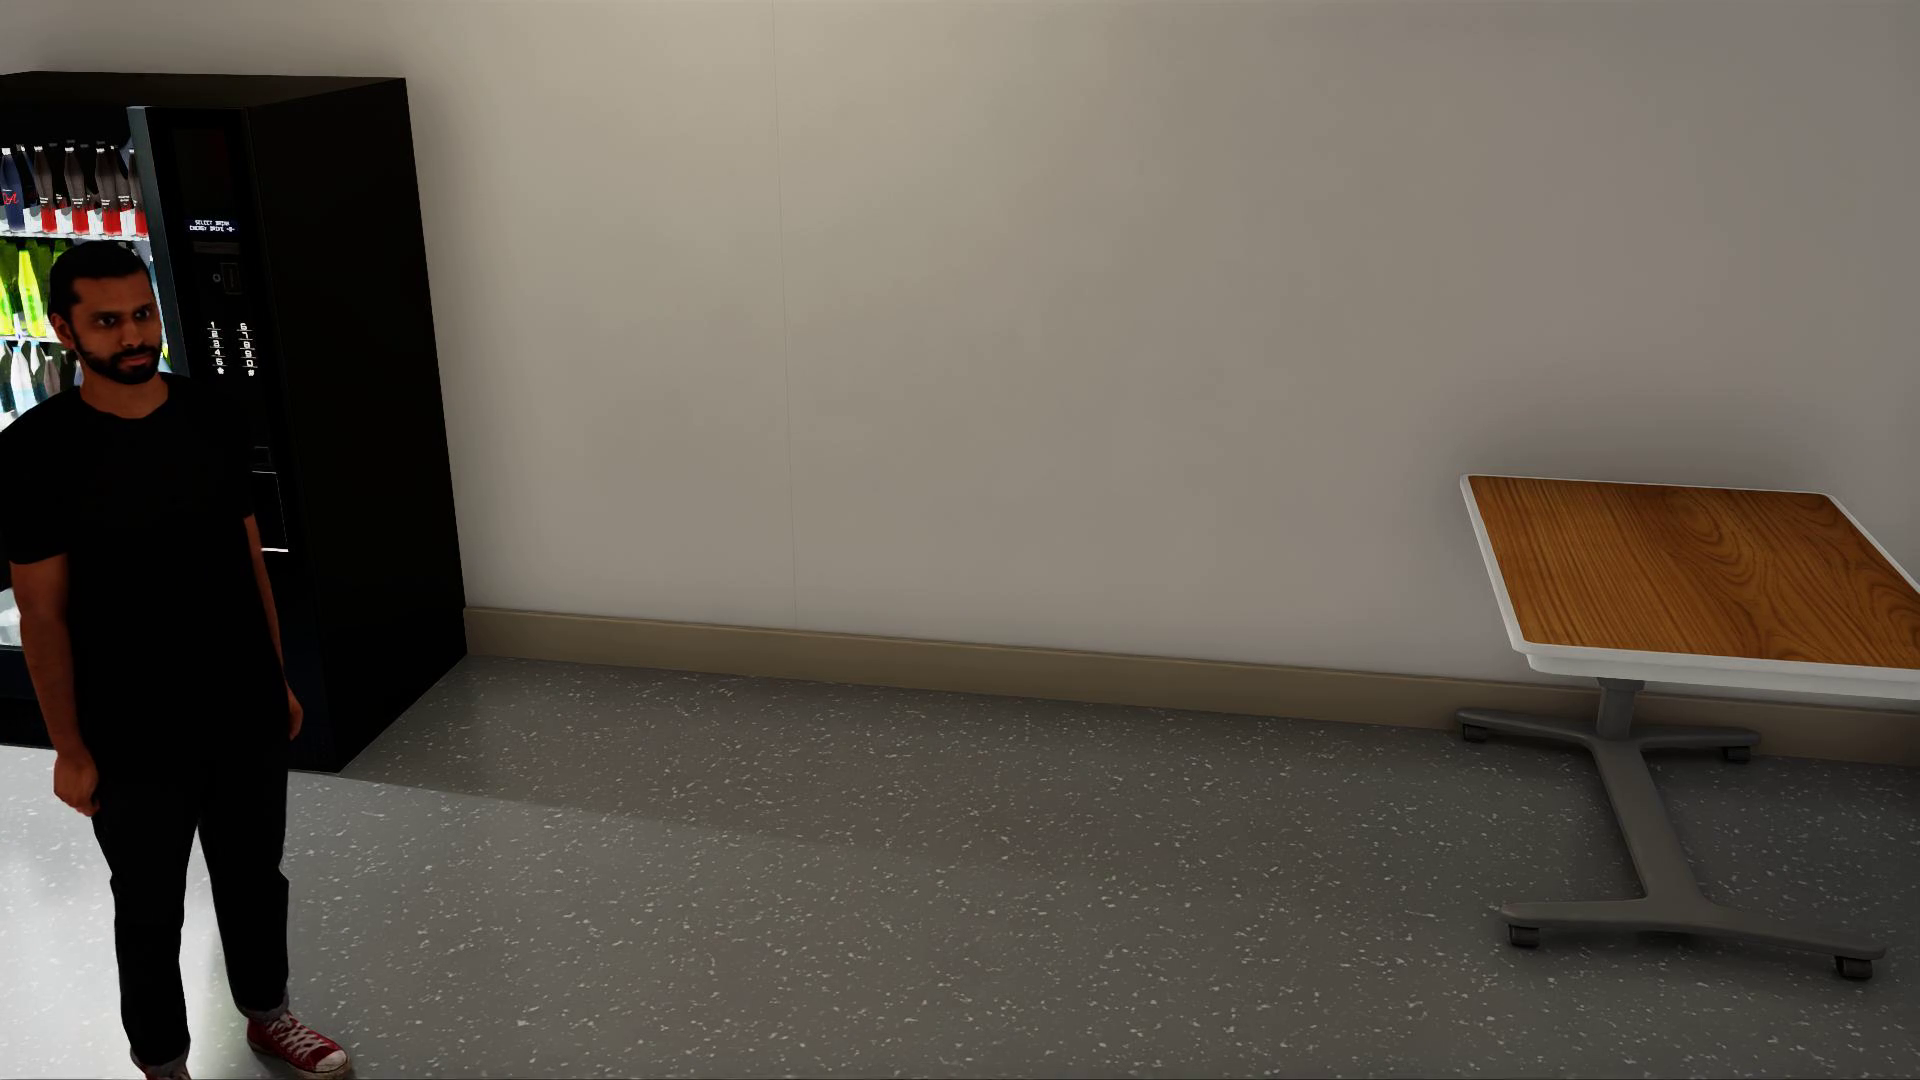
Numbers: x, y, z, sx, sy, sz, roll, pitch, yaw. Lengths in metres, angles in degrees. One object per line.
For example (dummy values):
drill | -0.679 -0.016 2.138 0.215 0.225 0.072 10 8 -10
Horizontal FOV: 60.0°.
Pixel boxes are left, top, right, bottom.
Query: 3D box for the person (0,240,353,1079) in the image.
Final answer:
person | -1.484 0.310 3.147 0.695 1.756 0.708 15 25 34
